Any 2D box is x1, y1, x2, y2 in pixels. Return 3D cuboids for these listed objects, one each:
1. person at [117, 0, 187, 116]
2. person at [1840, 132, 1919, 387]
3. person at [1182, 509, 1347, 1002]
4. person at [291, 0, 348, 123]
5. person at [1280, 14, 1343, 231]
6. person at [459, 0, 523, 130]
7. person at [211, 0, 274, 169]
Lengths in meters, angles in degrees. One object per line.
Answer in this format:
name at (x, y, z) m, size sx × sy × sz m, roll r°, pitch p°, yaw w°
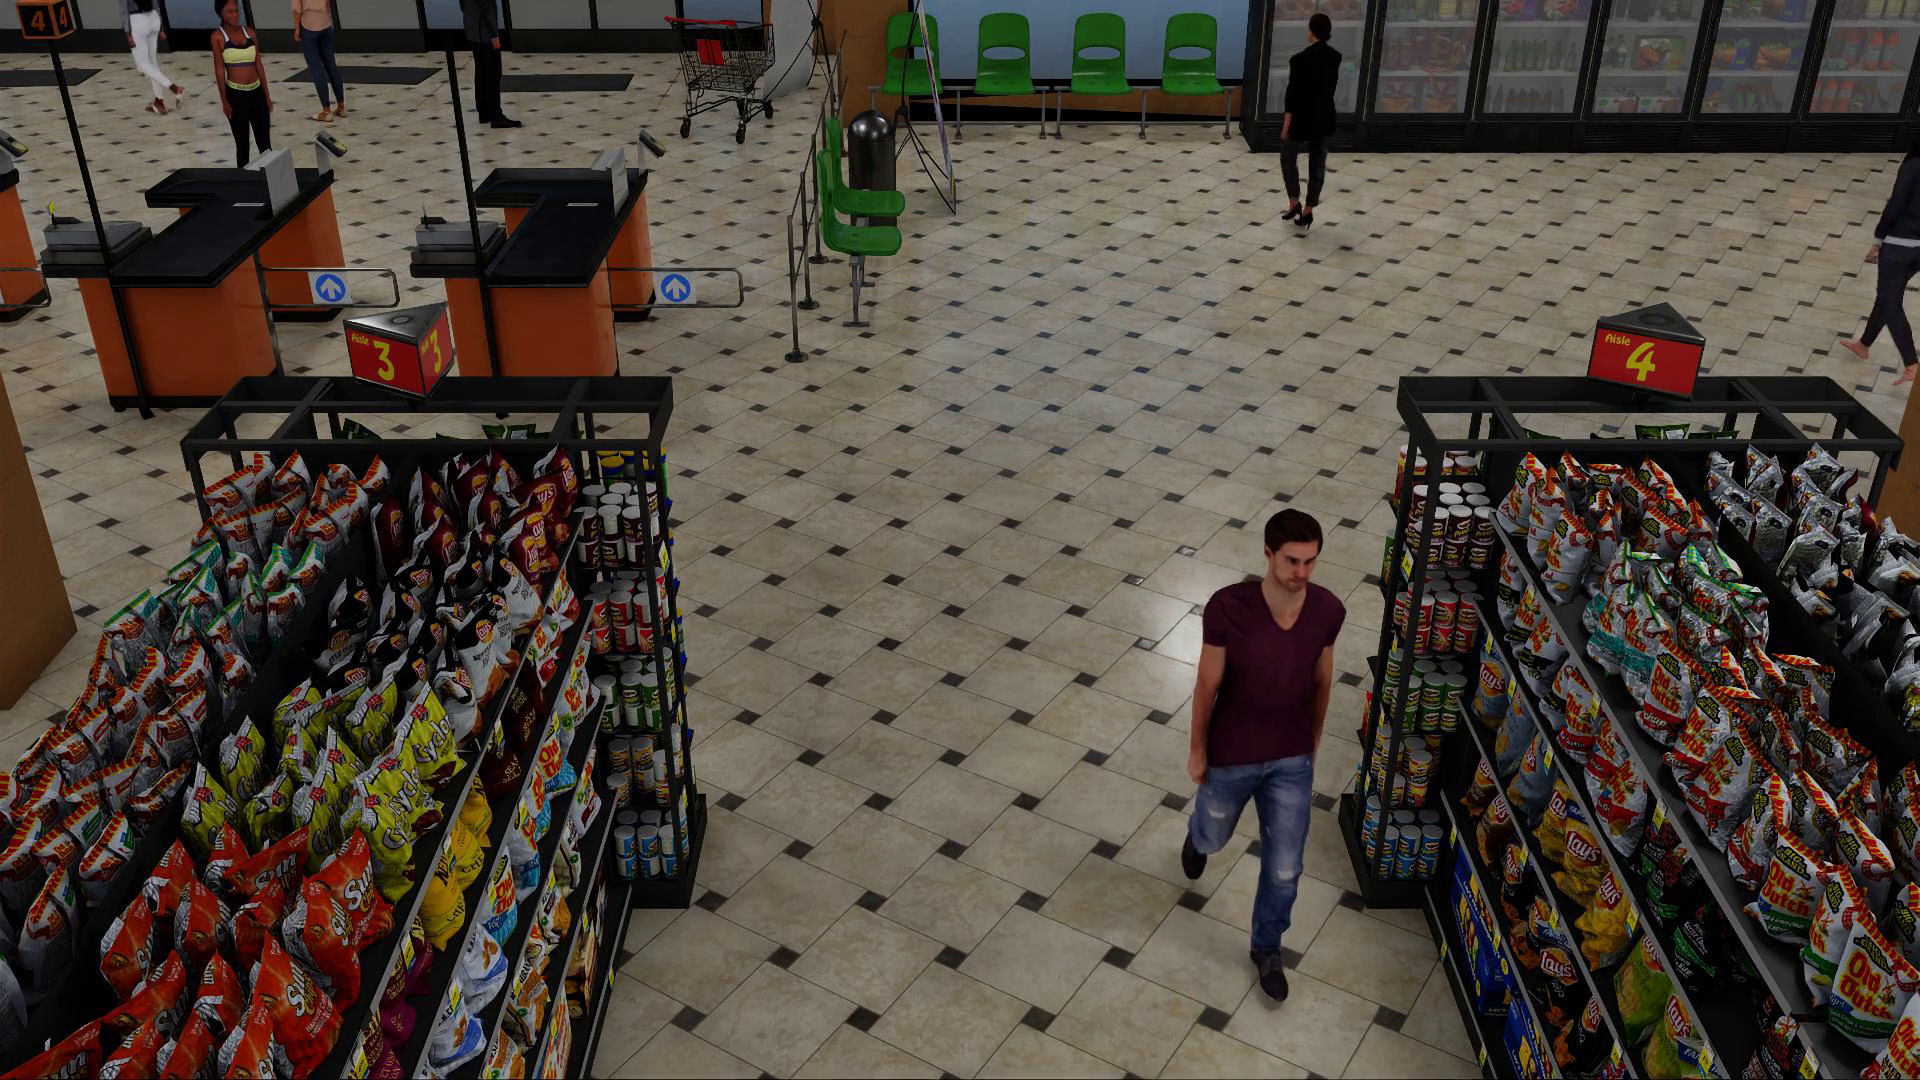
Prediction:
person at (-8.037, -5.047, 16.515) m, size 0.922 × 1.704 × 0.991 m, roll 14°, pitch 31°, yaw 23°
person at (6.100, -1.830, 10.594) m, size 0.762 × 1.731 × 1.165 m, roll -6°, pitch 29°, yaw -10°
person at (1.028, 0.686, 5.886) m, size 0.669 × 1.826 × 1.039 m, roll -1°, pitch 29°, yaw -2°
person at (-6.388, -5.067, 16.460) m, size 0.737 × 1.791 × 0.631 m, roll 17°, pitch 33°, yaw 28°
person at (2.864, -3.317, 13.343) m, size 0.751 × 1.706 × 0.755 m, roll -11°, pitch 31°, yaw -19°
person at (-4.660, -4.990, 16.268) m, size 0.870 × 1.840 × 0.777 m, roll -21°, pitch 35°, yaw -34°
person at (-6.010, -3.696, 13.986) m, size 0.640 × 1.755 × 0.696 m, roll -24°, pitch 37°, yaw -37°
